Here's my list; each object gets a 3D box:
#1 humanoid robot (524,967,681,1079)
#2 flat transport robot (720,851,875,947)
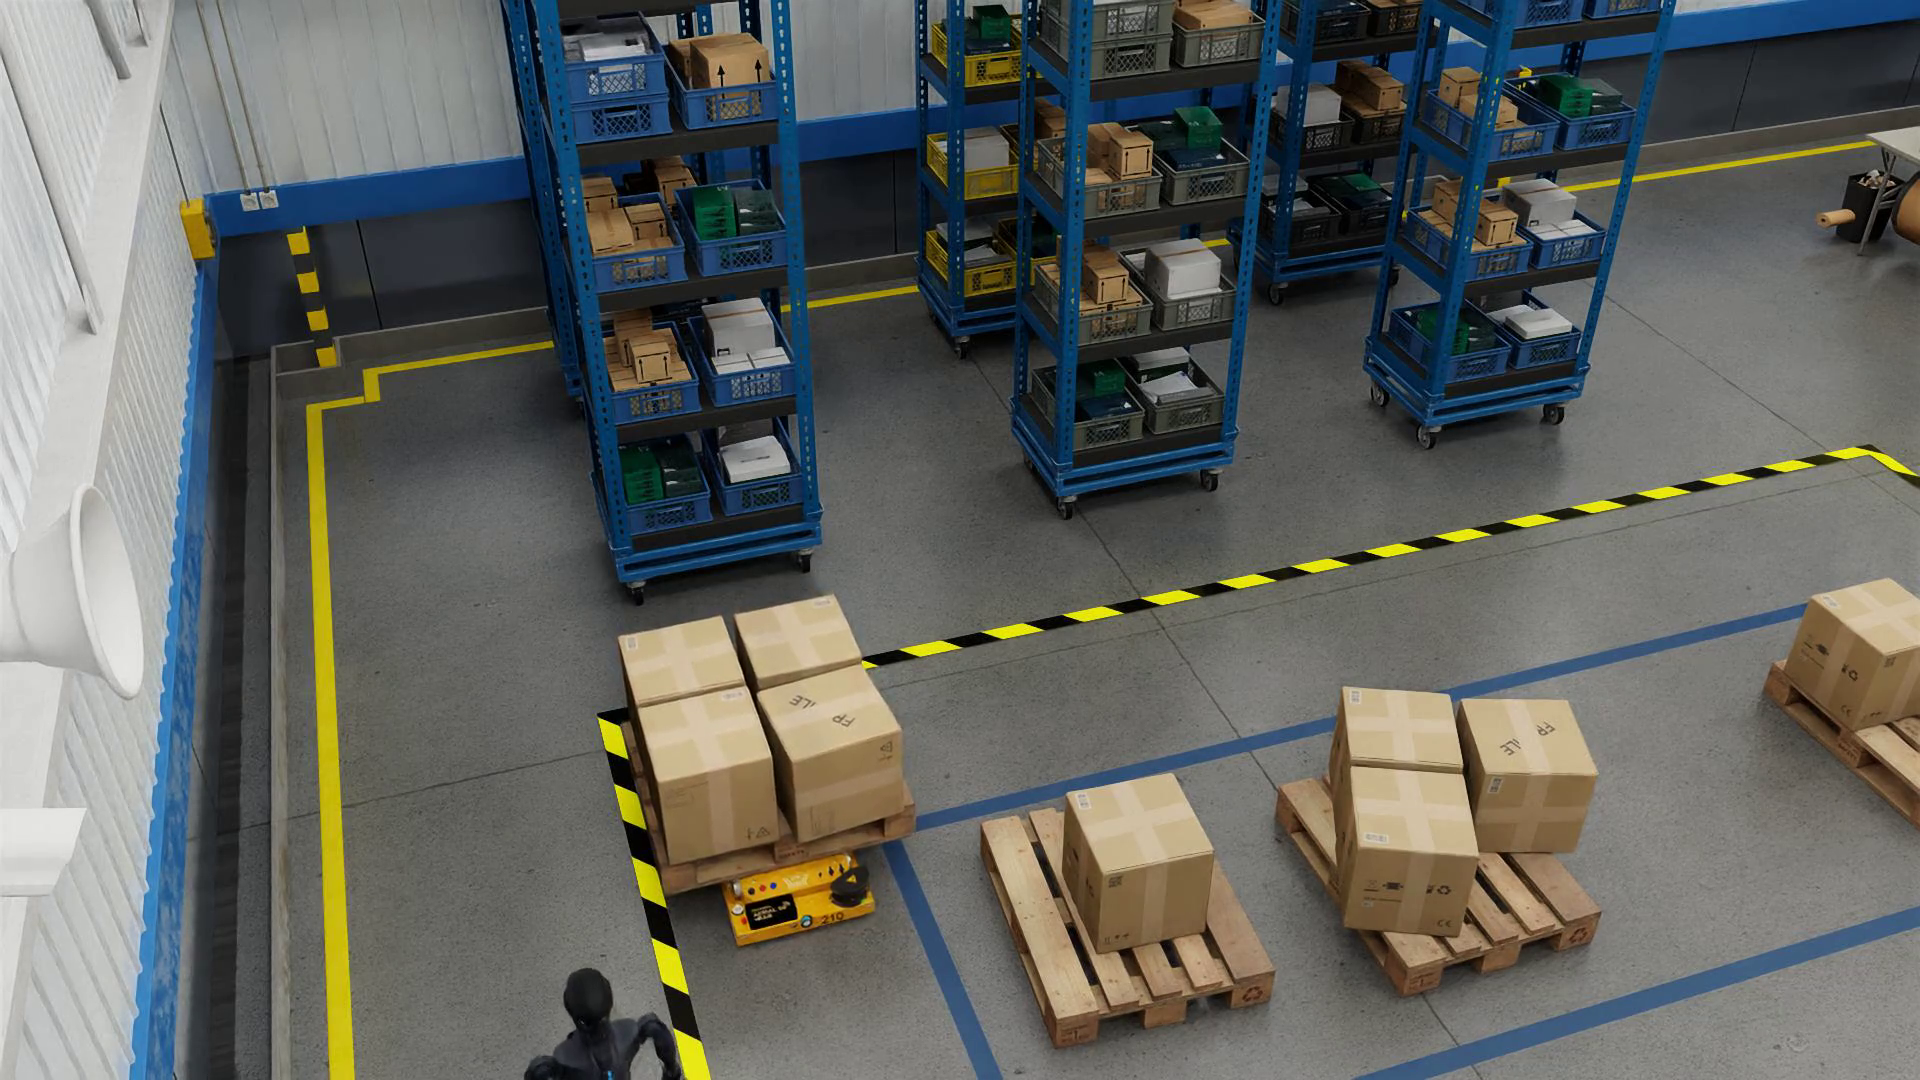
[{"bbox_3d":[-1.200,2.151,5.789,0.584,1.643,0.415,-18,39,-24],"label":"humanoid robot"},{"bbox_3d":[-0.930,1.330,8.146,0.652,0.197,1.431,-11,37,-15],"label":"flat transport robot"}]
